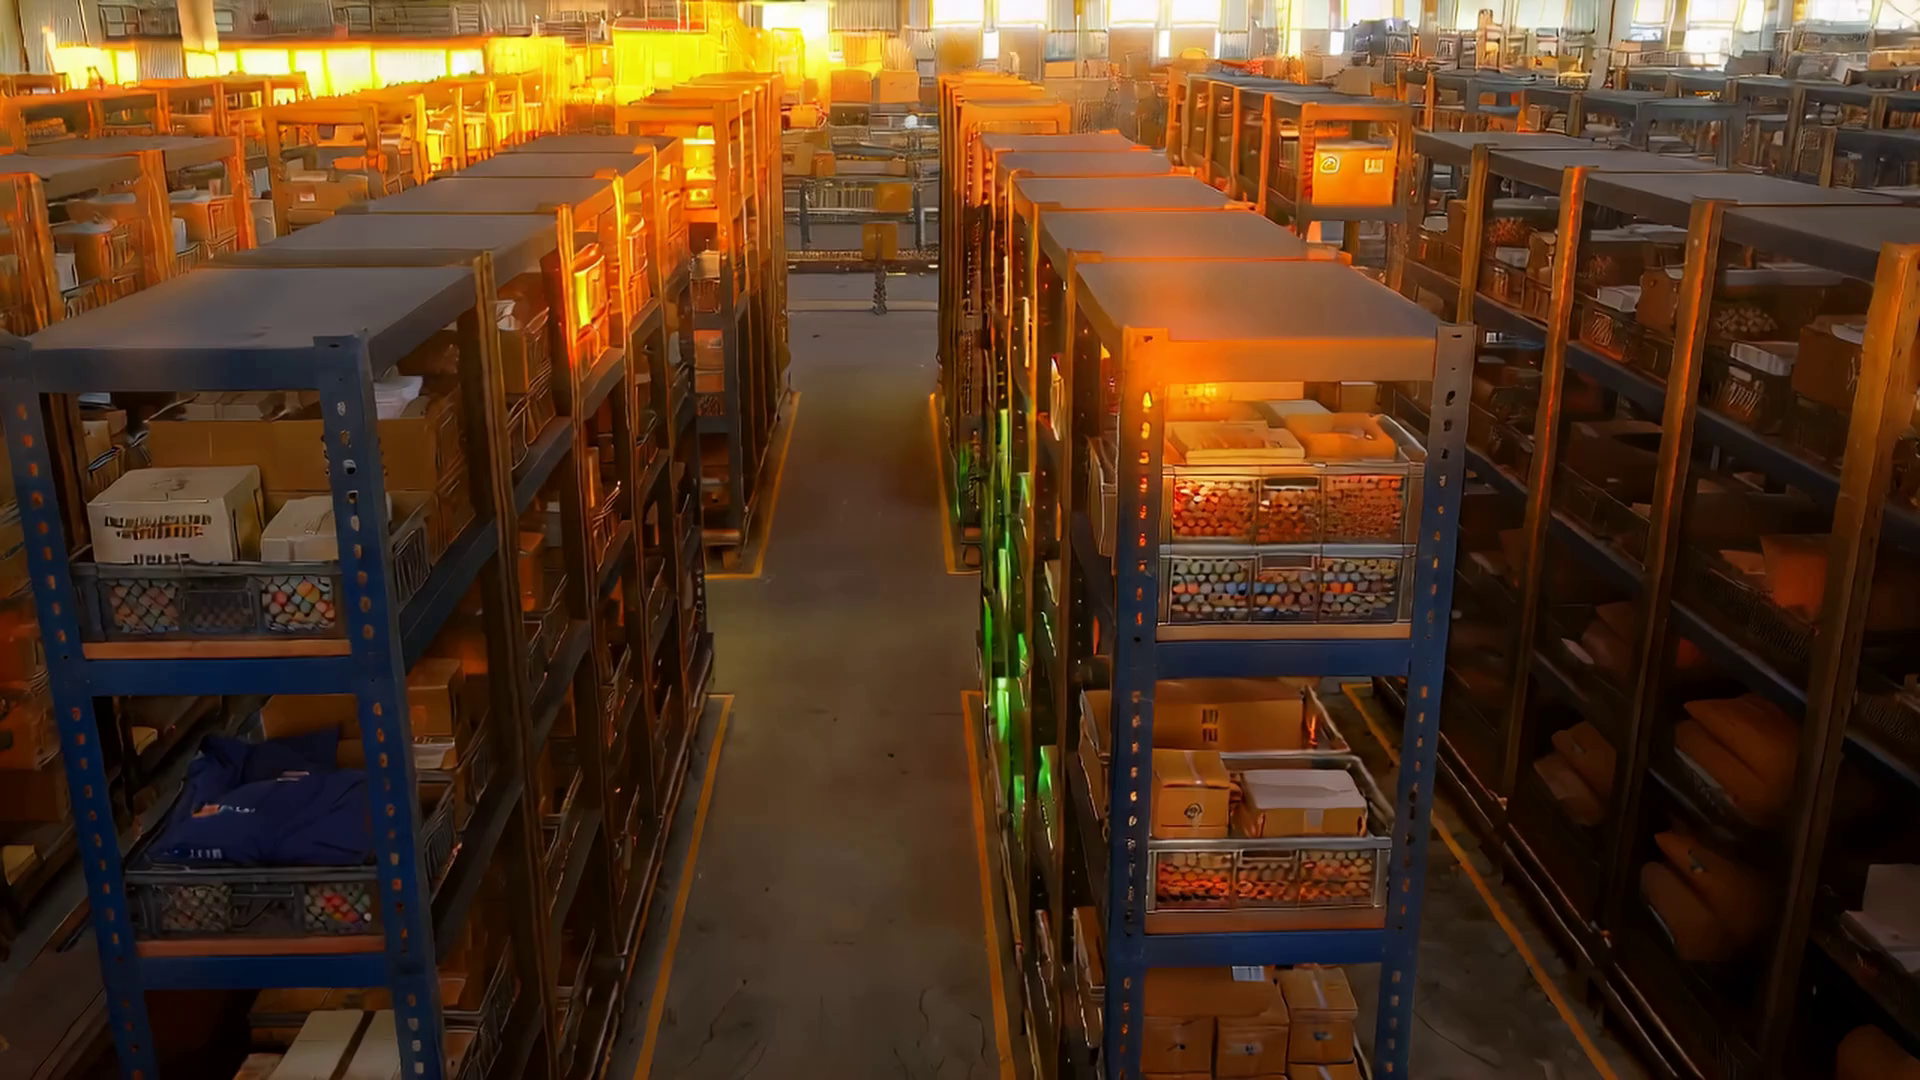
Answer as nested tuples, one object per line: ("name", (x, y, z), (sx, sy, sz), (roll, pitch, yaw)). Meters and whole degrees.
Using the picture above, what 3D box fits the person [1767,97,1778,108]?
("person", (28.321, -15.235, 57.923), (0.633, 1.939, 0.363), (-13, 22, -36))

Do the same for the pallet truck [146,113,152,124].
("pallet truck", (-18.087, -8.309, 36.390), (1.885, 1.965, 0.823), (-1, 18, -4))

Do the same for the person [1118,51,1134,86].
("person", (8.938, -25.386, 89.523), (0.988, 1.814, 0.534), (7, 19, 21))

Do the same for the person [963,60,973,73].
("person", (0.441, -20.145, 73.175), (0.523, 1.901, 0.595), (-16, 24, -41))

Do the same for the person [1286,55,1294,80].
("person", (16.007, -22.546, 80.629), (0.354, 1.883, 0.572), (-5, 19, -16))

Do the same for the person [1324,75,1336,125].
("person", (12.134, -14.376, 55.150), (0.614, 2.020, 0.928), (2, 18, 6))

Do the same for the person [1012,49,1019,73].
("person", (3.098, -26.397, 92.643), (0.450, 1.821, 0.646), (2, 18, 6))

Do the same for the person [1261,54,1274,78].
("person", (15.018, -22.697, 81.060), (0.661, 1.911, 0.722), (16, 24, 40))

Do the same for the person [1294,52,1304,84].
("person", (17.058, -23.573, 83.752), (0.585, 1.922, 0.390), (-10, 20, -29))

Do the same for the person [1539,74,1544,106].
("person", (22.337, -17.153, 64.264), (0.537, 1.687, 0.470), (16, 24, 41))

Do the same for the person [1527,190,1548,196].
("person", (9.380, -5.286, 27.358), (0.931, 1.784, 0.621), (-7, 19, -21))

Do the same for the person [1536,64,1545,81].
("person", (24.100, -18.860, 69.271), (0.527, 1.858, 0.318), (-10, 21, -29))

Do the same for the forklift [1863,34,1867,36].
("forklift", (46.742, -24.865, 86.208), (1.873, 2.768, 1.129), (10, 20, 27))

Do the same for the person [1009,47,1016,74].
("person", (3.088, -26.727, 93.550), (0.687, 1.897, 0.603), (4, 18, 11))

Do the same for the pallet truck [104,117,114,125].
("pallet truck", (-18.367, -7.885, 35.078), (1.885, 1.965, 0.823), (1, 18, 2))

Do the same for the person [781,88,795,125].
("person", (-6.255, -16.023, 60.540), (0.545, 1.821, 0.608), (1, 18, 4))

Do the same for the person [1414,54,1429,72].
("person", (21.444, -21.560, 77.325), (0.689, 2.000, 0.537), (6, 19, 19))

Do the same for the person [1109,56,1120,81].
("person", (7.304, -21.903, 78.659), (0.567, 1.878, 0.350), (-6, 19, -17))

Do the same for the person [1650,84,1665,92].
("person", (27.090, -17.391, 64.542), (0.611, 1.965, 0.362), (5, 19, 16))

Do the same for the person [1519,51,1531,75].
("person", (29.722, -24.758, 87.509), (0.606, 1.877, 0.994), (10, 20, 27))

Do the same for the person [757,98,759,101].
("person", (-6.423, -13.646, 53.000), (0.379, 1.937, 0.548), (2, 18, 6))

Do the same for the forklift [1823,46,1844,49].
("forklift", (31.367, -16.326, 59.785), (1.129, 2.768, 1.873), (-1, 18, -2))

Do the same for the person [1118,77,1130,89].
("person", (5.506, -14.376, 55.242), (0.622, 1.944, 0.994), (12, 22, 34))

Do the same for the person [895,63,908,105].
("person", (-2.371, -18.518, 68.078), (0.551, 1.937, 0.357), (-10, 21, -29))

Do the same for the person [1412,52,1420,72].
("person", (23.003, -23.566, 83.725), (0.449, 1.929, 0.664), (-16, 24, -40))

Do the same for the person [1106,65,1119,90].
("person", (6.149, -18.164, 67.018), (0.554, 1.919, 0.754), (-9, 20, -25))

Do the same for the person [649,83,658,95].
("person", (-10.339, -14.526, 56.054), (0.391, 1.724, 0.484), (-3, 18, -9))

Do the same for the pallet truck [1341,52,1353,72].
("pallet truck", (18.794, -23.123, 82.231), (0.823, 1.965, 1.885), (-13, 22, -35))
